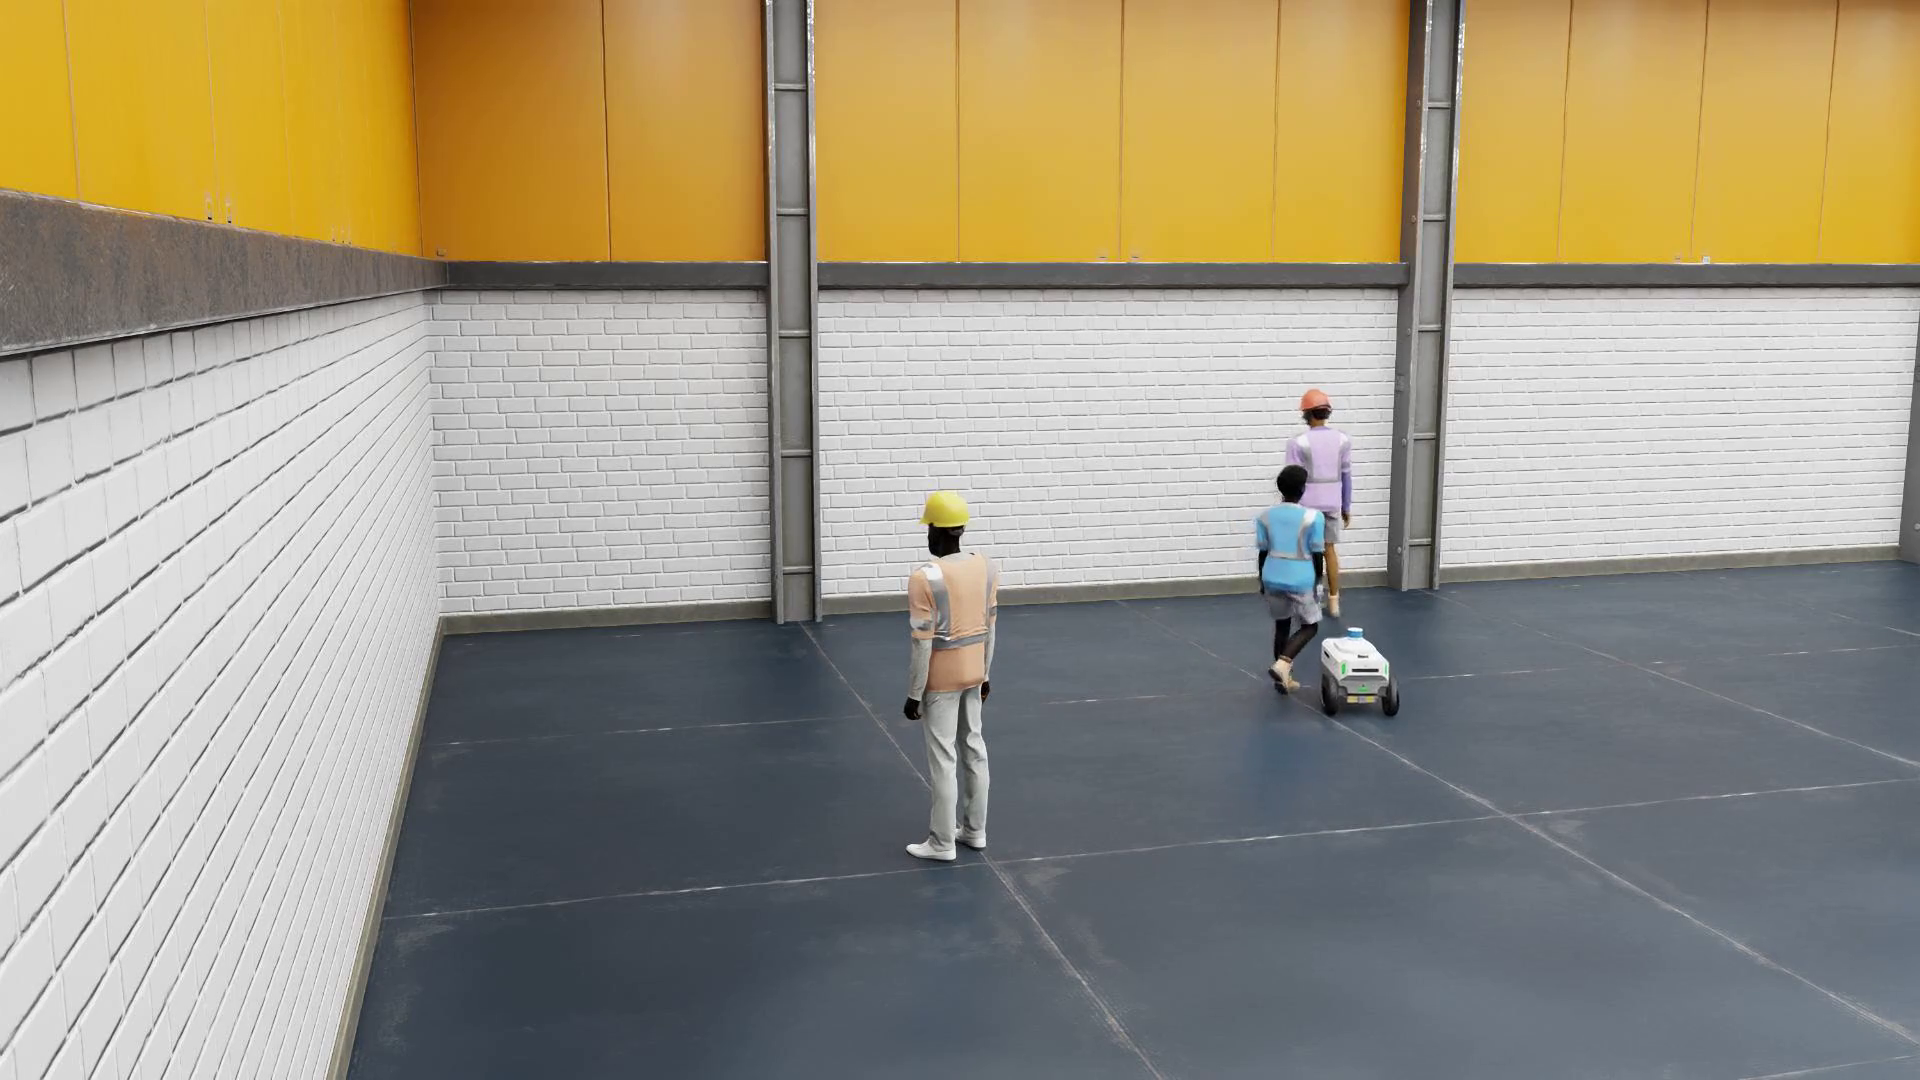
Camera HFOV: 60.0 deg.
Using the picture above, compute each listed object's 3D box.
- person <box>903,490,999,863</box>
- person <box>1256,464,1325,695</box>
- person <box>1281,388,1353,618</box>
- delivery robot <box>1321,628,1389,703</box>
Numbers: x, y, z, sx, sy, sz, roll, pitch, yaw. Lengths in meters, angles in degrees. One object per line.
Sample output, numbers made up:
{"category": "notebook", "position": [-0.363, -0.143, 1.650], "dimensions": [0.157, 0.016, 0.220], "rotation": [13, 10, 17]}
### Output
{"category": "person", "position": [-0.055, 0.701, 8.589], "dimensions": [0.357, 1.930, 0.586], "rotation": [9, 13, 44]}
{"category": "person", "position": [2.314, 0.302, 11.802], "dimensions": [0.533, 1.683, 0.510], "rotation": [8, 12, 39]}
{"category": "person", "position": [3.116, -0.313, 14.590], "dimensions": [0.642, 2.039, 0.396], "rotation": [-2, 9, -14]}
{"category": "delivery robot", "position": [2.750, 0.857, 11.606], "dimensions": [0.477, 0.478, 0.707], "rotation": [0, 9, 1]}
